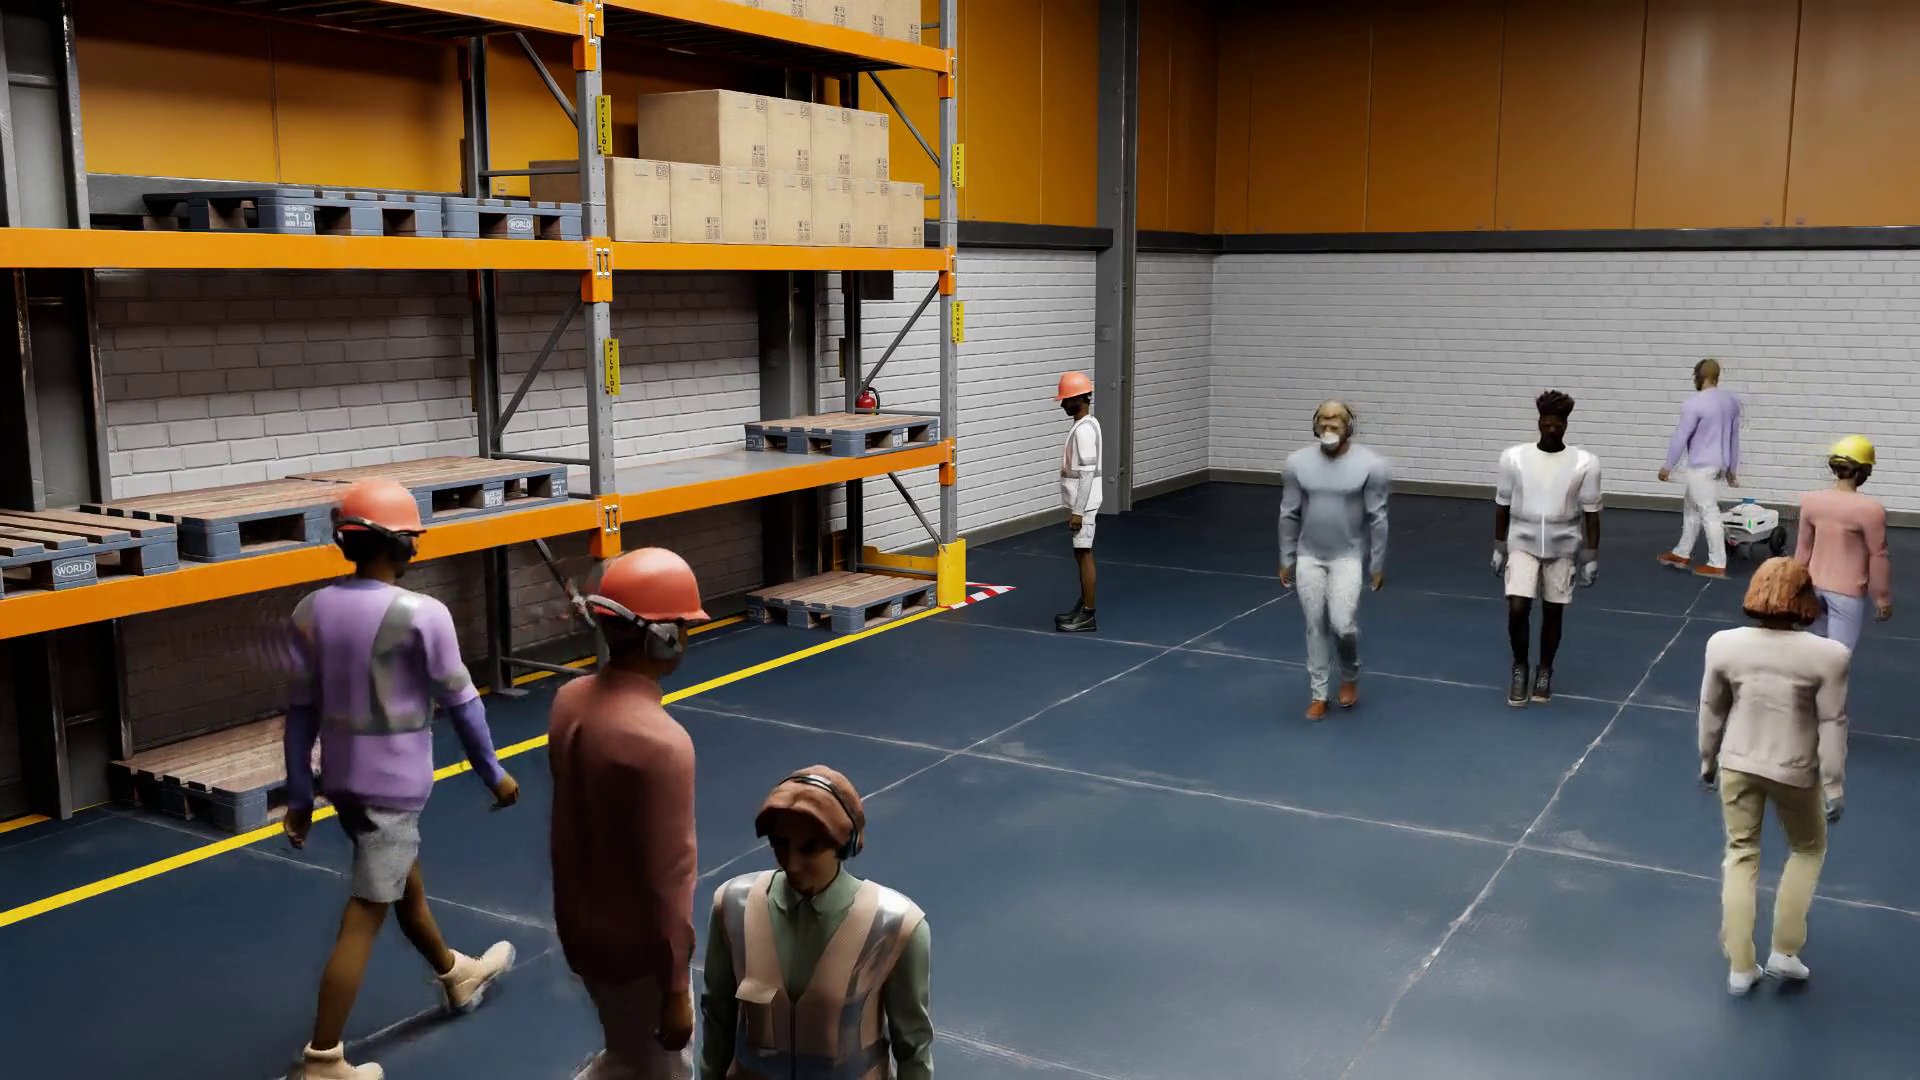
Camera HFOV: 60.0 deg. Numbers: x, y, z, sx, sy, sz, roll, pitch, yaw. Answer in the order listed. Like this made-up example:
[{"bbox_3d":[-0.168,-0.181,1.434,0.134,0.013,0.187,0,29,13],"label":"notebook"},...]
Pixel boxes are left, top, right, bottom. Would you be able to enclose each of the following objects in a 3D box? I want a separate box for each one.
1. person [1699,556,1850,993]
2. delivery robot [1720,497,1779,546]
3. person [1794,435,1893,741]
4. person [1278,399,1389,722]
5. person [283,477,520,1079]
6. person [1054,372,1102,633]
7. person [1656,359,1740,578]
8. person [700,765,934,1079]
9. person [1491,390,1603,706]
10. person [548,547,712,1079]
[{"bbox_3d":[3.008,0.858,6.148,0.536,1.614,0.469,8,12,41],"label":"person"},{"bbox_3d":[7.366,-0.162,15.561,0.707,0.478,0.477,-9,13,-43],"label":"delivery robot"},{"bbox_3d":[4.965,0.289,9.344,0.447,1.753,0.527,-3,10,-19],"label":"person"},{"bbox_3d":[2.189,0.119,9.830,0.638,1.919,0.466,5,10,29],"label":"person"},{"bbox_3d":[-1.872,0.786,5.514,0.623,1.975,1.085,5,10,28],"label":"person"},{"bbox_3d":[0.870,-0.278,12.306,0.367,1.930,0.542,1,9,4],"label":"person"},{"bbox_3d":[6.463,-0.640,14.662,0.628,1.901,0.878,-6,11,-33],"label":"person"},{"bbox_3d":[-0.306,1.270,3.544,0.514,1.640,0.309,2,9,14],"label":"person"},{"bbox_3d":[3.558,0.063,10.107,0.628,1.941,0.678,4,10,21],"label":"person"},{"bbox_3d":[-0.879,1.005,4.148,0.633,1.969,0.644,-7,12,-38],"label":"person"}]
